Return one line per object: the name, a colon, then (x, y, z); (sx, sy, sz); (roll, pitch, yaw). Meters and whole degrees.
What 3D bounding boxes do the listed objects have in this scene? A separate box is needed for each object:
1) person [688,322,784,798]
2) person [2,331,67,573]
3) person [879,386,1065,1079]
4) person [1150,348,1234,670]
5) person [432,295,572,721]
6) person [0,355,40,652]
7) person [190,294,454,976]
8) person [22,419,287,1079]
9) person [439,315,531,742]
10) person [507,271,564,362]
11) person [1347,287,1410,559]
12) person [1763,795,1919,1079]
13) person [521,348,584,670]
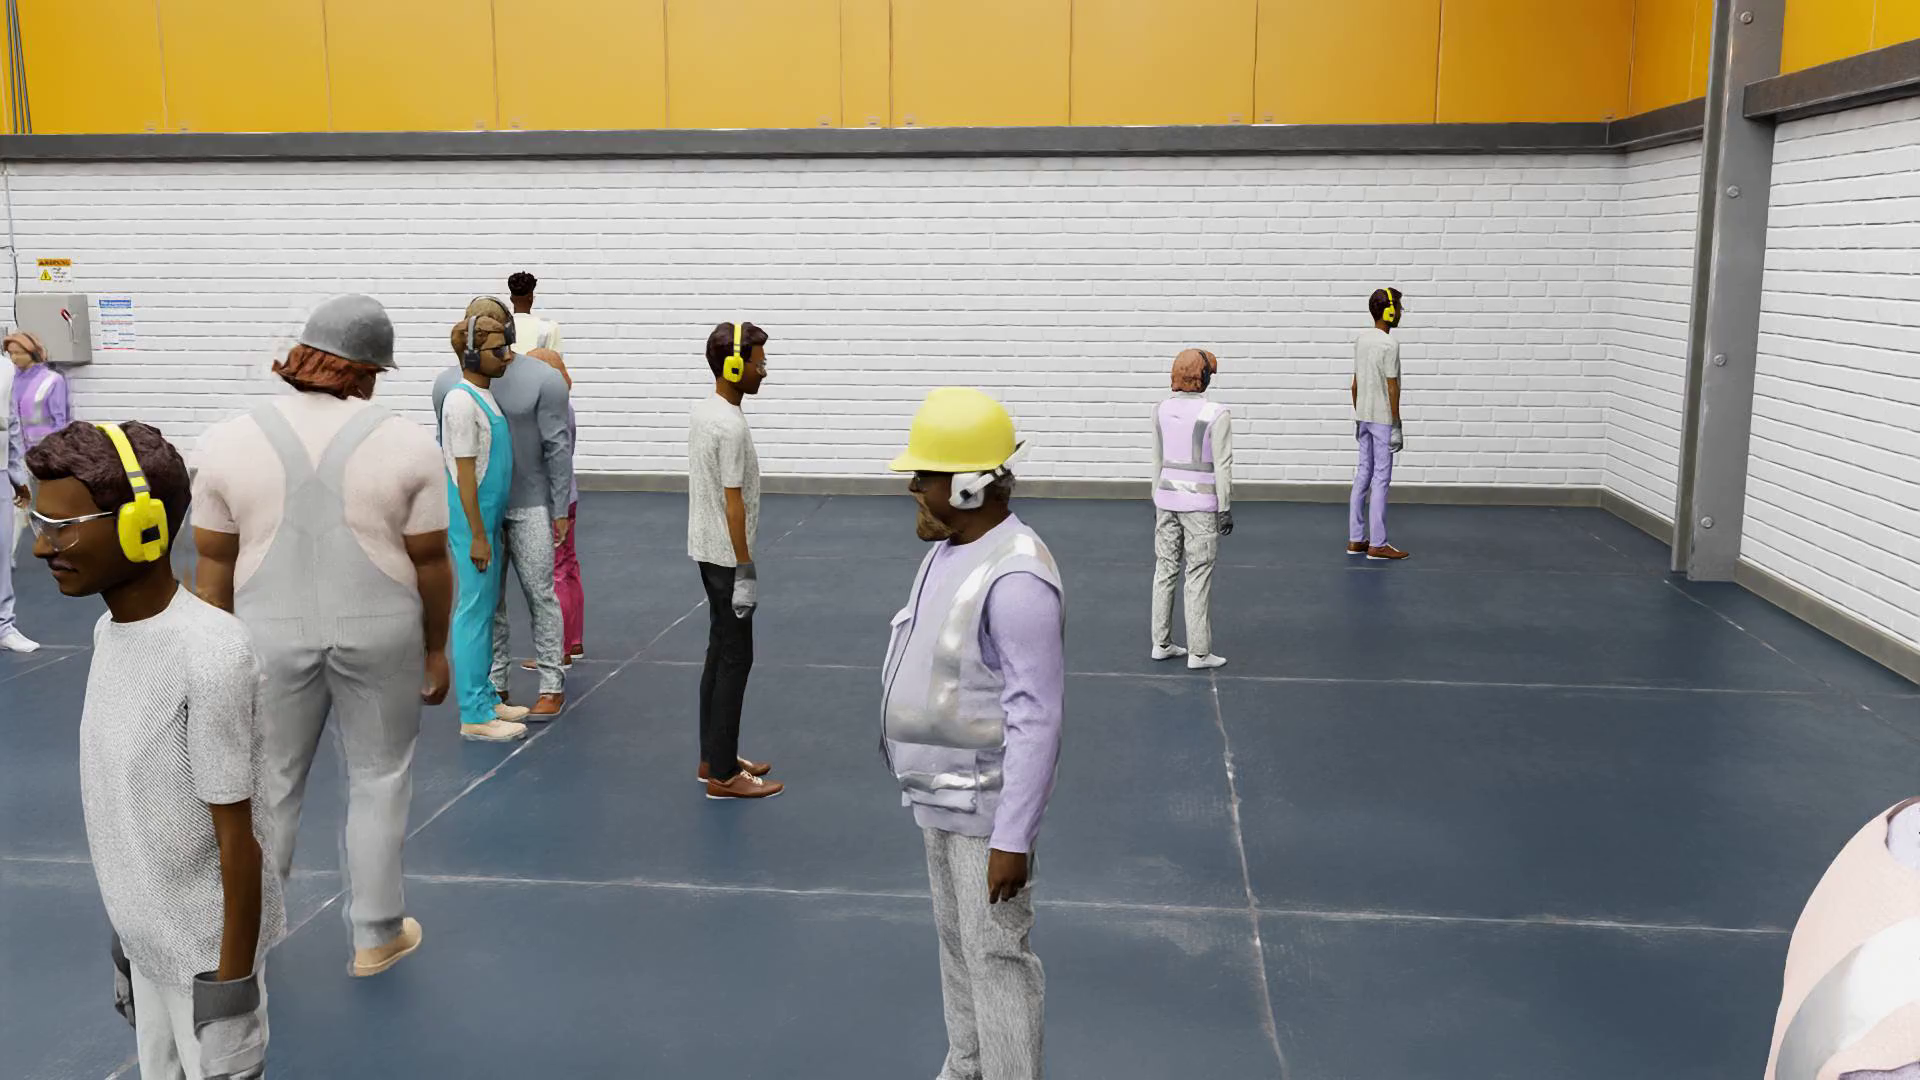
person: (-0.879, 0.086, 6.466); (0.341, 1.857, 0.524); (-4, 11, -21)
person: (-6.157, -0.584, 11.028); (0.526, 1.582, 0.896); (1, 10, 4)
person: (0.021, 0.566, 3.772); (0.404, 1.828, 0.602); (-3, 10, -17)
person: (1.167, -0.156, 8.481); (0.313, 1.633, 0.512); (-8, 13, -40)
person: (-2.064, -0.136, 7.529); (0.635, 1.928, 0.382); (1, 10, 4)
person: (-5.134, -0.319, 8.633); (0.392, 1.911, 0.583); (3, 10, 18)
person: (-1.895, 0.264, 4.899); (0.825, 2.000, 0.554); (-2, 10, -10)
person: (-1.314, 0.723, 2.802); (0.512, 1.861, 0.325); (9, 13, 41)
person: (-2.084, -0.052, 7.268); (0.349, 1.847, 0.505); (-1, 10, -7)
person: (-3.315, -1.066, 12.731); (0.602, 1.966, 0.368); (-1, 10, -5)
person: (2.901, -0.803, 11.499); (0.328, 1.872, 0.515); (-4, 11, -21)
person: (0.970, 0.941, 1.625); (0.430, 1.839, 0.634); (6, 11, 29)
person: (-2.094, -0.158, 8.471); (0.283, 1.636, 0.497); (1, 10, 6)
